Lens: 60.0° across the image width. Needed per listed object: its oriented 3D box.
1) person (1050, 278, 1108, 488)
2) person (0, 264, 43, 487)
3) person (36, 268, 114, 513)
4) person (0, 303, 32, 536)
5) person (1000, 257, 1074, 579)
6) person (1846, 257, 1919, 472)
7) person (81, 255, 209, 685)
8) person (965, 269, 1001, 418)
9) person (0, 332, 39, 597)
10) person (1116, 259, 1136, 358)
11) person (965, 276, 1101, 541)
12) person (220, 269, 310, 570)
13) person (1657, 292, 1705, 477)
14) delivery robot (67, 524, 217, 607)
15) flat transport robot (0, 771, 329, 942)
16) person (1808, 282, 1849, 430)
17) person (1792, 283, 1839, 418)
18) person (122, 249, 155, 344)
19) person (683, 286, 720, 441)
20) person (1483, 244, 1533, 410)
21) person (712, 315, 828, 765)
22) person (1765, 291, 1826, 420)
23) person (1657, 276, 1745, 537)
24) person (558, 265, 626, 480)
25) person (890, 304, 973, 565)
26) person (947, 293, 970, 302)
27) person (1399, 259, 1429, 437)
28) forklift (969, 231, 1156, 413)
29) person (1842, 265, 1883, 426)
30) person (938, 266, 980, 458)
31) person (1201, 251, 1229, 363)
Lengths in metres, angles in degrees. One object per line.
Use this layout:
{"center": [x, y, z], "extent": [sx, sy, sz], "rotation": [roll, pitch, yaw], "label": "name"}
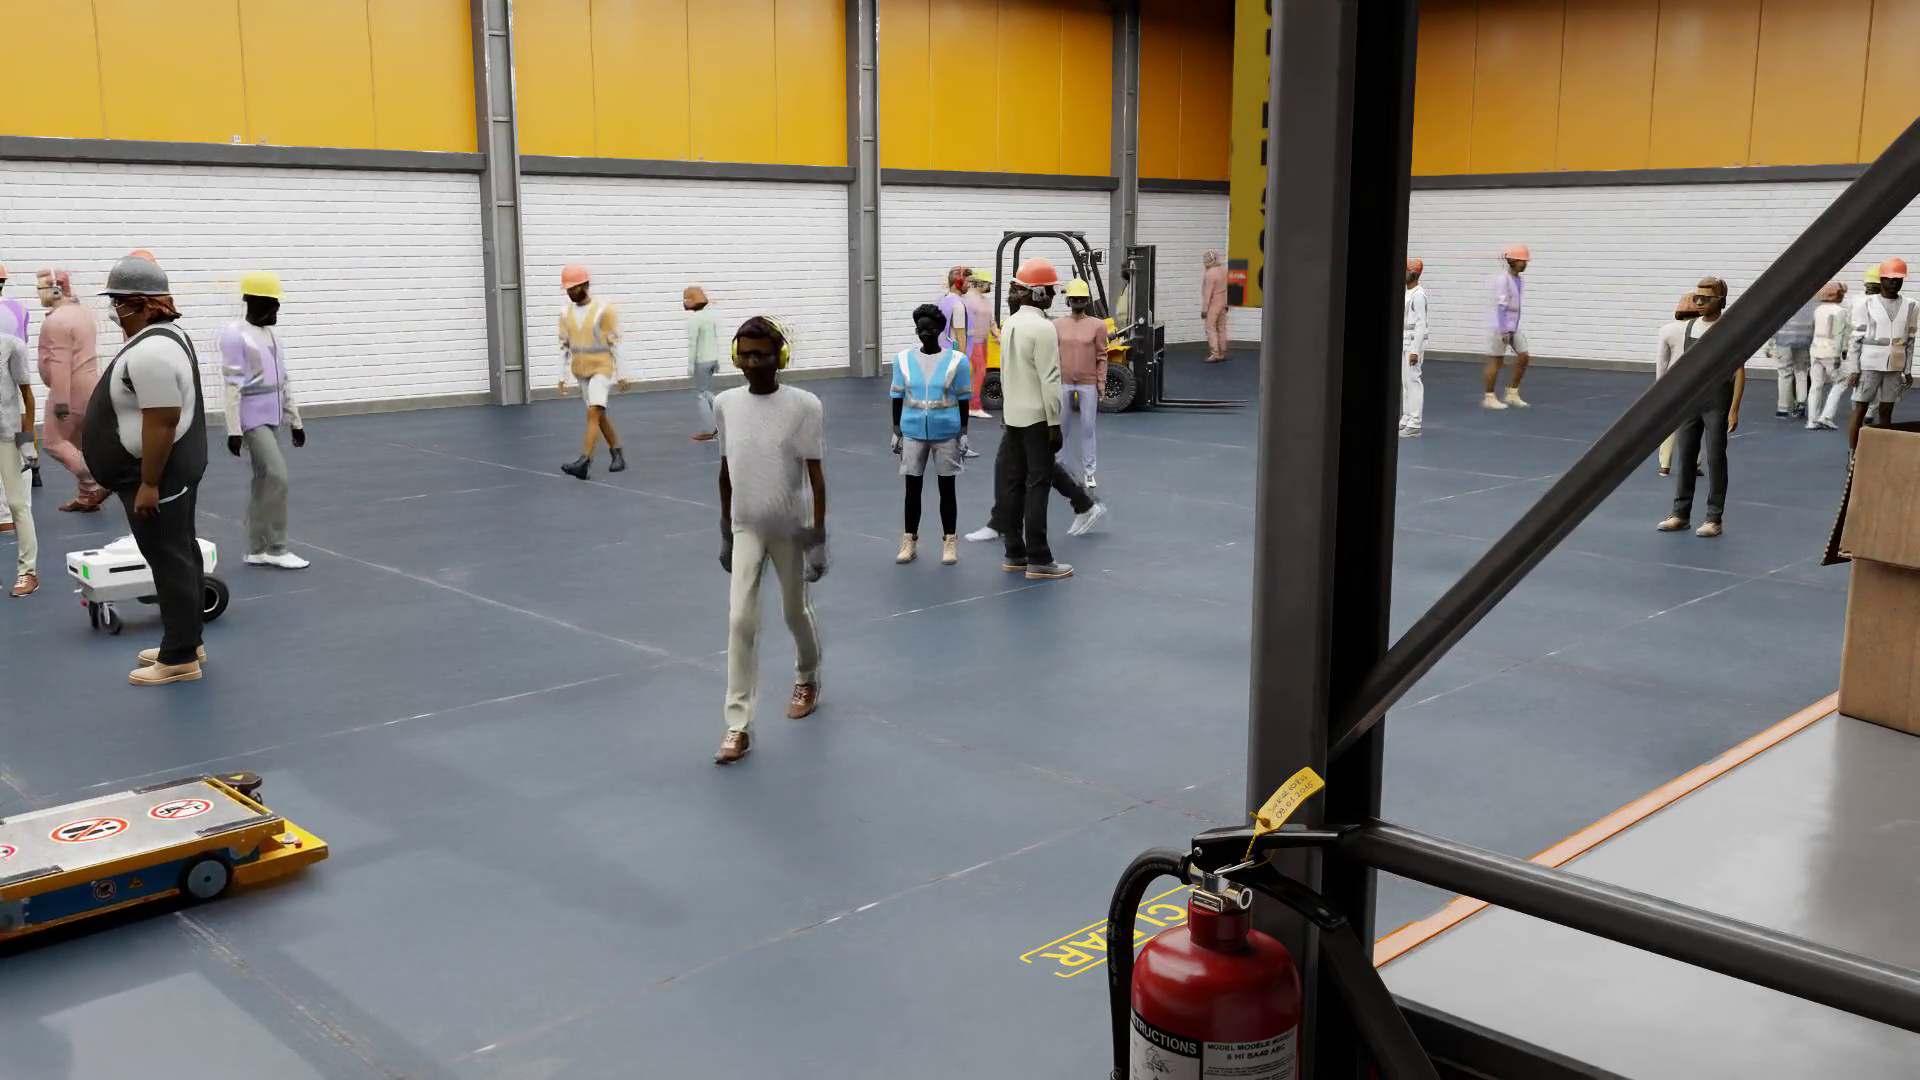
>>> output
{"center": [0.982, -1.323, 14.099], "extent": [0.532, 1.772, 0.300], "rotation": [2, 11, 10], "label": "person"}
{"center": [-8.015, -1.371, 13.903], "extent": [0.375, 1.935, 0.550], "rotation": [2, 11, 9], "label": "person"}
{"center": [-6.785, -1.120, 12.688], "extent": [0.437, 1.887, 0.688], "rotation": [-1, 10, -6], "label": "person"}
{"center": [-6.911, -0.990, 11.834], "extent": [0.376, 1.934, 0.629], "rotation": [1, 10, 3], "label": "person"}
{"center": [0.462, -0.758, 10.404], "extent": [0.376, 1.995, 0.612], "rotation": [-5, 12, -26], "label": "person"}
{"center": [8.287, -1.560, 14.931], "extent": [0.546, 1.939, 0.375], "rotation": [1, 10, 8], "label": "person"}
{"center": [-3.898, -0.335, 7.969], "extent": [0.535, 2.000, 0.674], "rotation": [-3, 11, -17], "label": "person"}
{"center": [0.204, -2.319, 19.612], "extent": [0.574, 1.739, 0.542], "rotation": [5, 12, 25], "label": "person"}
{"center": [-5.714, -0.583, 9.821], "extent": [0.515, 1.862, 0.333], "rotation": [0, 10, 2], "label": "person"}
{"center": [2.229, -2.800, 22.022], "extent": [0.588, 1.824, 0.637], "rotation": [-2, 11, -9], "label": "person"}
{"center": [0.537, -0.930, 11.656], "extent": [0.931, 1.884, 0.591], "rotation": [0, 10, -3], "label": "person"}
{"center": [-4.348, -0.758, 10.609], "extent": [0.601, 1.910, 0.623], "rotation": [0, 10, 3], "label": "person"}
{"center": [6.414, -1.366, 14.705], "extent": [0.497, 1.632, 0.289], "rotation": [6, 12, 31], "label": "person"}
{"center": [-4.496, 0.145, 9.150], "extent": [0.707, 0.478, 0.477], "rotation": [-9, 14, -40], "label": "delivery robot"}
{"center": [-2.857, 1.038, 5.312], "extent": [1.431, 0.197, 0.652], "rotation": [-10, 14, -44], "label": "flat transport robot"}
{"center": [9.531, -2.006, 18.208], "extent": [0.422, 1.624, 0.534], "rotation": [-2, 11, -8], "label": "person"}
{"center": [10.094, -2.441, 19.781], "extent": [0.618, 1.932, 0.950], "rotation": [4, 11, 19], "label": "person"}
{"center": [-8.051, -1.865, 16.449], "extent": [0.388, 1.991, 0.609], "rotation": [-8, 13, -39], "label": "person"}
{"center": [-2.660, -1.829, 17.271], "extent": [0.379, 1.608, 0.553], "rotation": [4, 11, 21], "label": "person"}
{"center": [6.733, -2.580, 20.282], "extent": [0.634, 2.020, 0.660], "rotation": [-9, 14, -41], "label": "person"}
{"center": [-0.792, -0.044, 7.043], "extent": [0.532, 1.817, 0.984], "rotation": [2, 11, 10], "label": "person"}
{"center": [9.634, -2.290, 19.232], "extent": [0.615, 1.817, 0.419], "rotation": [1, 10, 8], "label": "person"}
{"center": [5.300, -0.946, 11.836], "extent": [0.327, 1.843, 0.516], "rotation": [-8, 13, -36], "label": "person"}
{"center": [-3.285, -1.486, 14.718], "extent": [0.568, 1.863, 1.023], "rotation": [4, 11, 20], "label": "person"}
{"center": [-0.193, -0.680, 10.793], "extent": [0.540, 1.695, 0.317], "rotation": [2, 11, 9], "label": "person"}
{"center": [-0.087, -2.923, 23.314], "extent": [0.506, 1.600, 0.772], "rotation": [8, 13, 37], "label": "person"}
{"center": [4.781, -2.033, 17.661], "extent": [0.362, 1.883, 0.575], "rotation": [1, 10, 4], "label": "person"}
{"center": [1.222, -2.721, 20.561], "extent": [2.313, 2.155, 1.214], "rotation": [2, 11, 13], "label": "forklift"}
{"center": [10.174, -2.171, 18.629], "extent": [0.423, 1.798, 0.620], "rotation": [-8, 13, -37], "label": "person"}
{"center": [-0.048, -1.714, 16.038], "extent": [0.390, 1.840, 0.565], "rotation": [-3, 11, -17], "label": "person"}
{"center": [4.302, -3.933, 28.076], "extent": [0.398, 1.875, 0.782], "rotation": [7, 12, 33], "label": "person"}
